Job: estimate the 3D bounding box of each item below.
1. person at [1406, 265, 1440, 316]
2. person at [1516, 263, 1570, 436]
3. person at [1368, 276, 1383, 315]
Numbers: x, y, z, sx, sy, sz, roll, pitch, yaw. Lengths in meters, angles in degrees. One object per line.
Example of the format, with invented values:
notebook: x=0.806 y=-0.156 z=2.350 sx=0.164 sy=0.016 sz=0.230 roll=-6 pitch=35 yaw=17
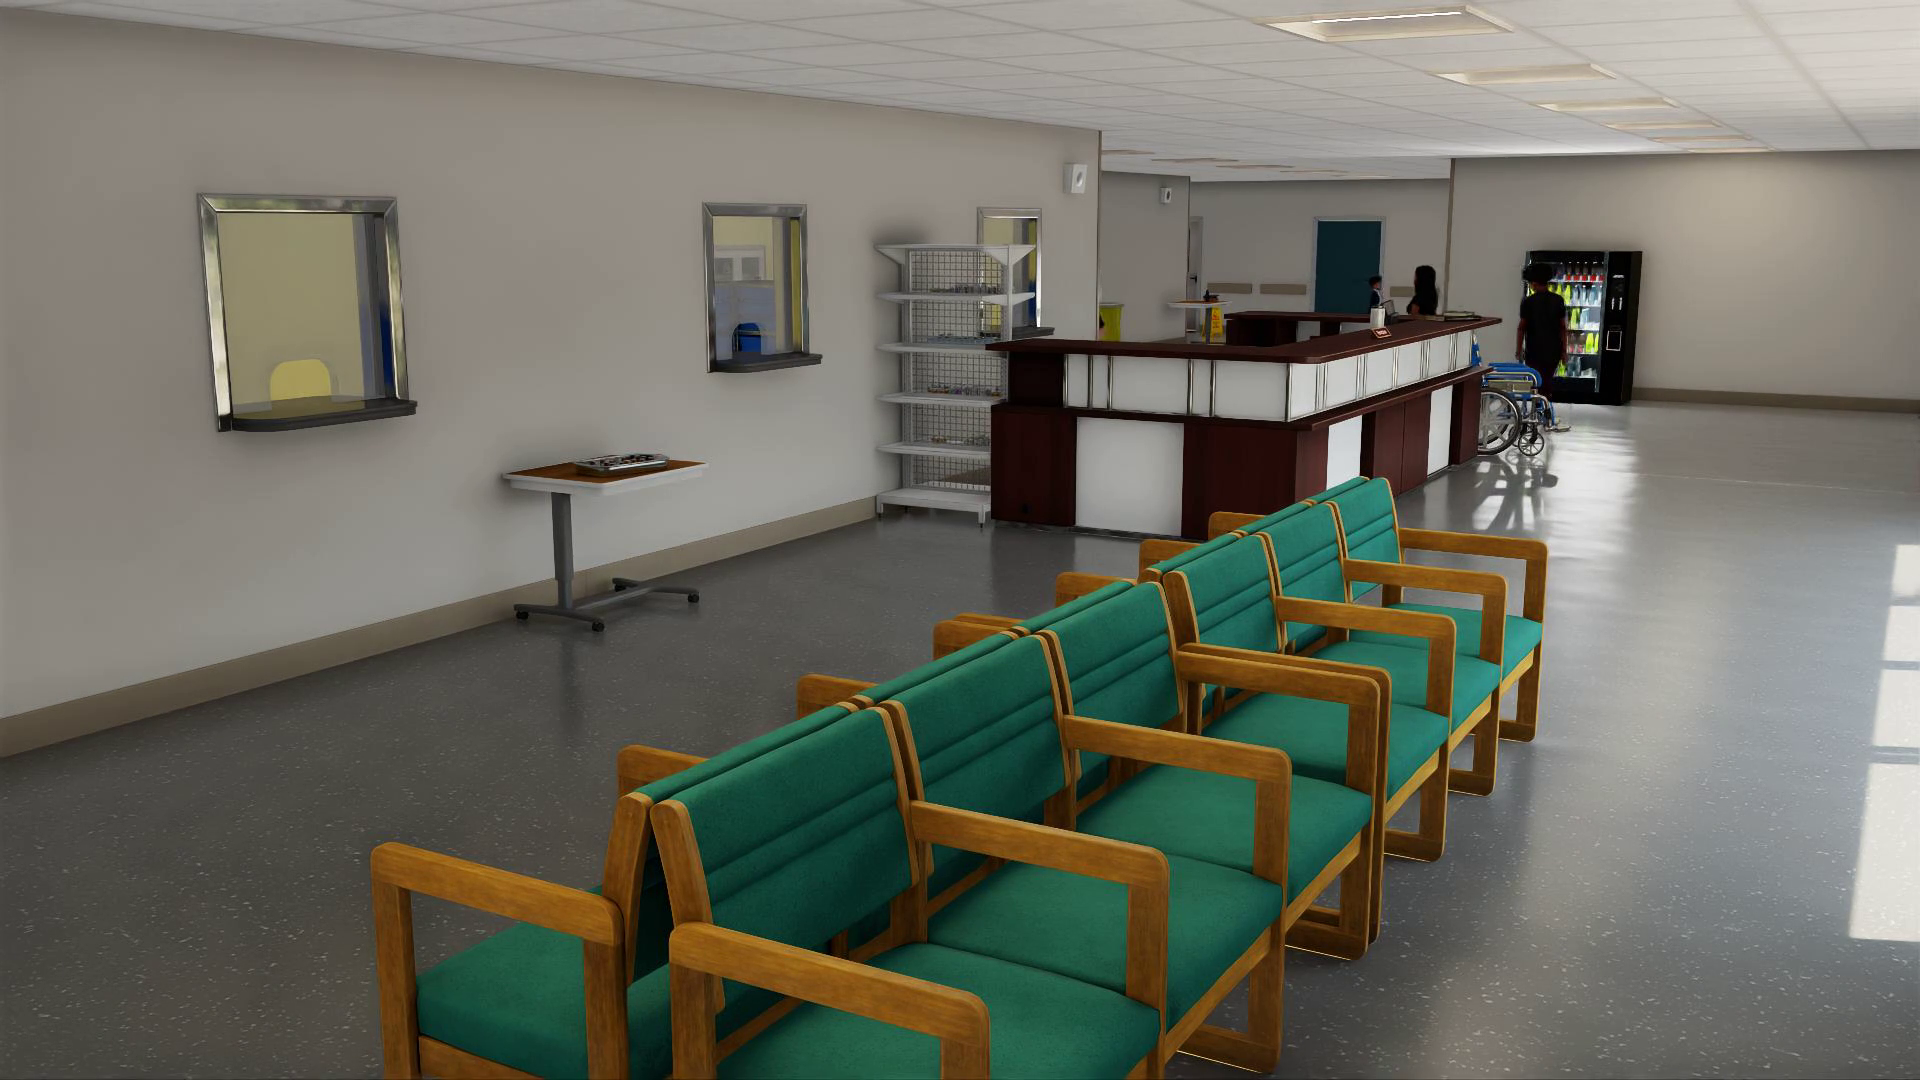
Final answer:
person: x=4.903 y=-1.963 z=17.354 sx=1.215 sy=1.682 sz=0.683 roll=9 pitch=14 yaw=39
person: x=5.996 y=-1.935 z=17.044 sx=1.034 sy=1.741 sz=1.063 roll=-1 pitch=11 yaw=-5
person: x=7.552 y=-4.209 z=30.434 sx=0.603 sy=1.218 sz=0.502 roll=6 pitch=12 yaw=28
